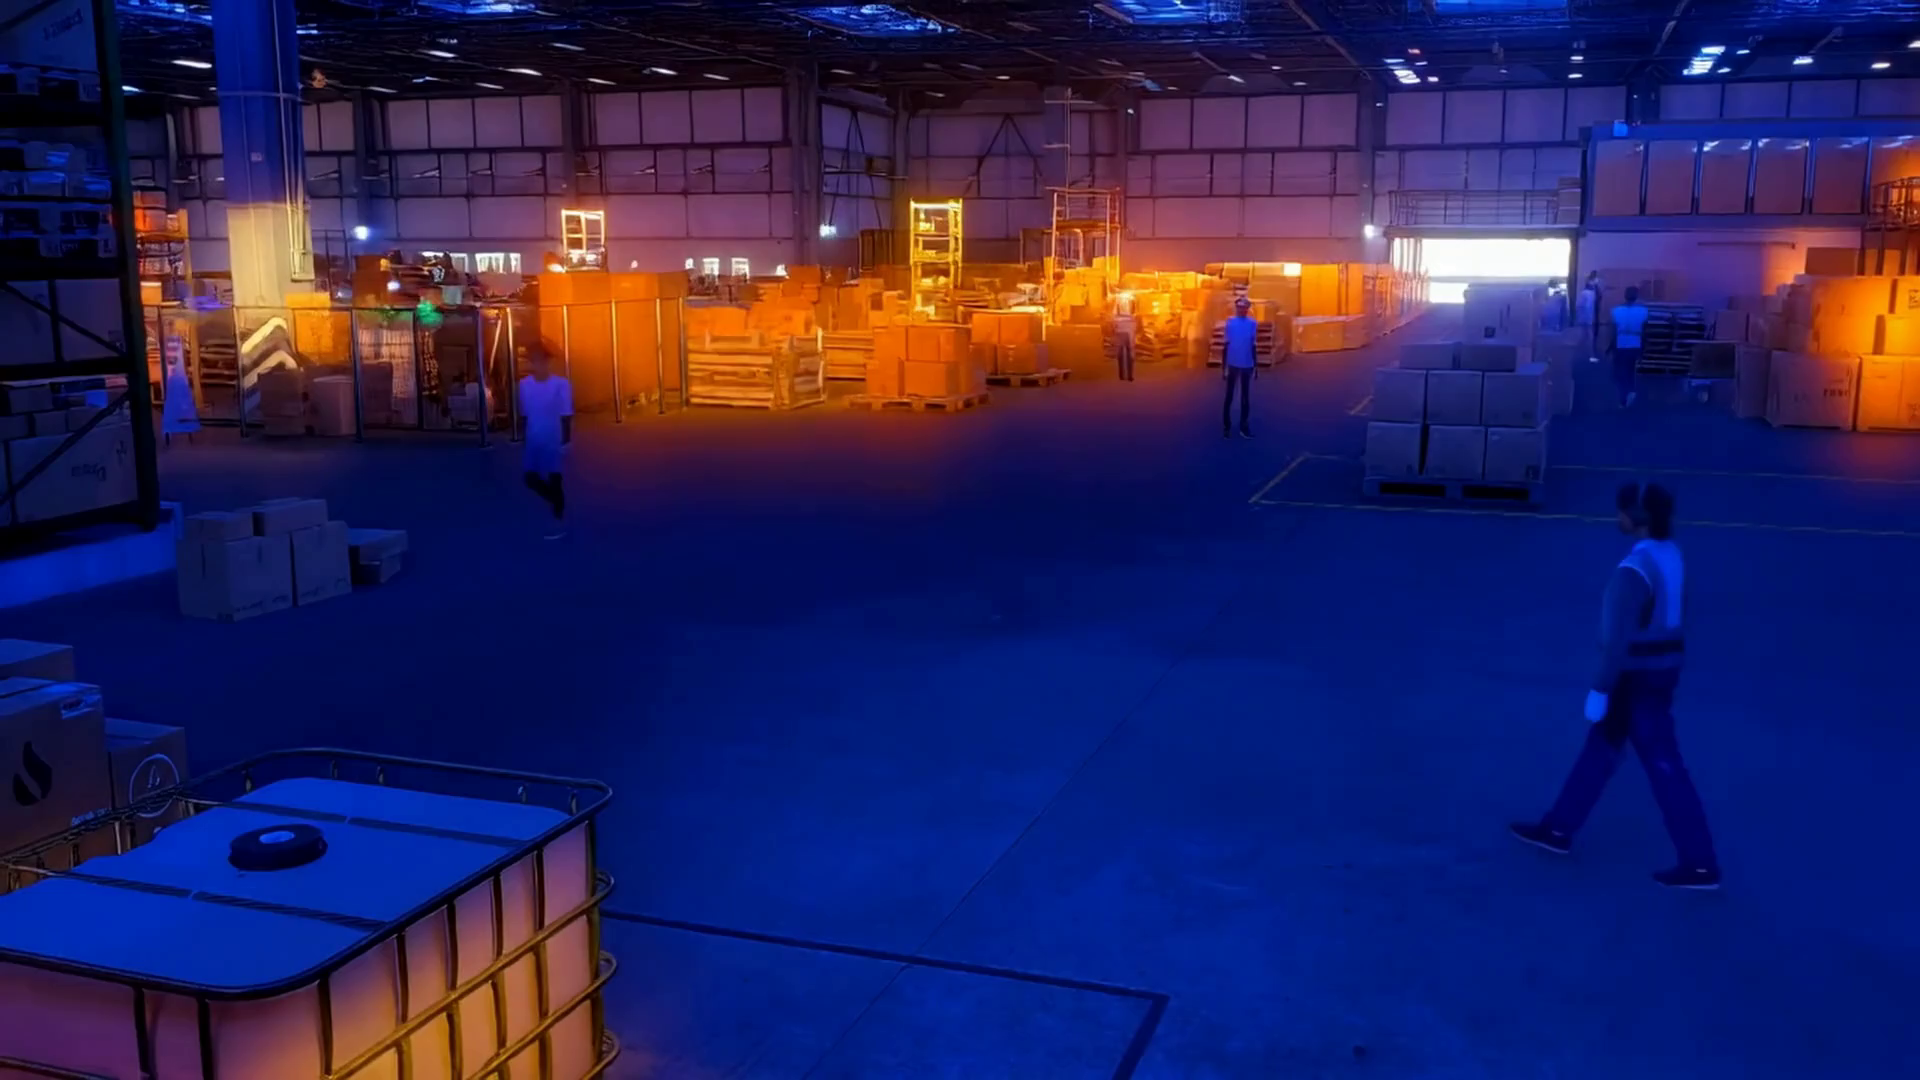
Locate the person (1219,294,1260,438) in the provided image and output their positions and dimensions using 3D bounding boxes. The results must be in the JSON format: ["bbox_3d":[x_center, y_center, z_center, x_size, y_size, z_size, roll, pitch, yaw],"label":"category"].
[{"bbox_3d":[3.637,-2.255,21.600,0.532,1.876,0.321,-1,10,-8],"label":"person"}]

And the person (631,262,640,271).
[{"bbox_3d":[-11.599,-9.020,59.634,0.452,1.894,0.668,-2,10,-13],"label":"person"}]

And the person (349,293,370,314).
[{"bbox_3d":[-11.140,-3.765,30.811,0.463,1.617,0.527,3,11,19],"label":"person"}]

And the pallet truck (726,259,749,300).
[{"bbox_3d":[-7.986,-9.493,62.019,0.823,1.965,1.885,3,11,17],"label":"pallet truck"}]

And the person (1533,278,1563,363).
[{"bbox_3d":[11.115,-4.009,31.458,0.547,1.895,0.997,-1,10,-4],"label":"person"}]

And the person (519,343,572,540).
[{"bbox_3d":[-3.512,-0.850,14.234,0.541,1.684,0.438,4,11,21],"label":"person"}]

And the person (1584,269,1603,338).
[{"bbox_3d":[16.945,-6.325,44.608,0.506,1.846,0.346,-1,10,-5],"label":"person"}]

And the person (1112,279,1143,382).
[{"bbox_3d":[3.089,-3.869,30.696,0.594,1.888,0.972,1,10,3],"label":"person"}]

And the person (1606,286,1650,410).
[{"bbox_3d":[10.159,-2.915,25.287,0.600,1.893,0.823,0,10,0],"label":"person"}]

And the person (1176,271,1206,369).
[{"bbox_3d":[4.668,-4.441,33.668,0.607,1.962,0.366,-2,10,-12],"label":"person"}]

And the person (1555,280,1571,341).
[{"bbox_3d":[12.700,-4.651,35.407,0.543,1.754,0.383,4,11,21],"label":"person"}]

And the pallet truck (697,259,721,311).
[{"bbox_3d":[-9.165,-9.627,62.776,0.823,1.965,1.885,4,11,23],"label":"pallet truck"}]

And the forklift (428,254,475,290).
[{"bbox_3d":[-20.133,-10.254,65.465,1.157,1.987,2.680,3,11,19],"label":"forklift"}]

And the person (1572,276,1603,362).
[{"bbox_3d":[13.463,-4.762,35.807,0.785,1.852,0.520,5,11,28],"label":"person"}]

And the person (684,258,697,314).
[{"bbox_3d":[-9.372,-8.726,57.608,0.411,2.034,0.609,7,12,36],"label":"person"}]

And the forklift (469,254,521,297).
[{"bbox_3d":[-17.990,-10.121,64.684,1.157,1.987,2.680,3,11,17],"label":"forklift"}]

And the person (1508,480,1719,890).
[{"bbox_3d":[2.644,0.554,6.567,0.853,1.588,0.533,7,12,35],"label":"person"}]
